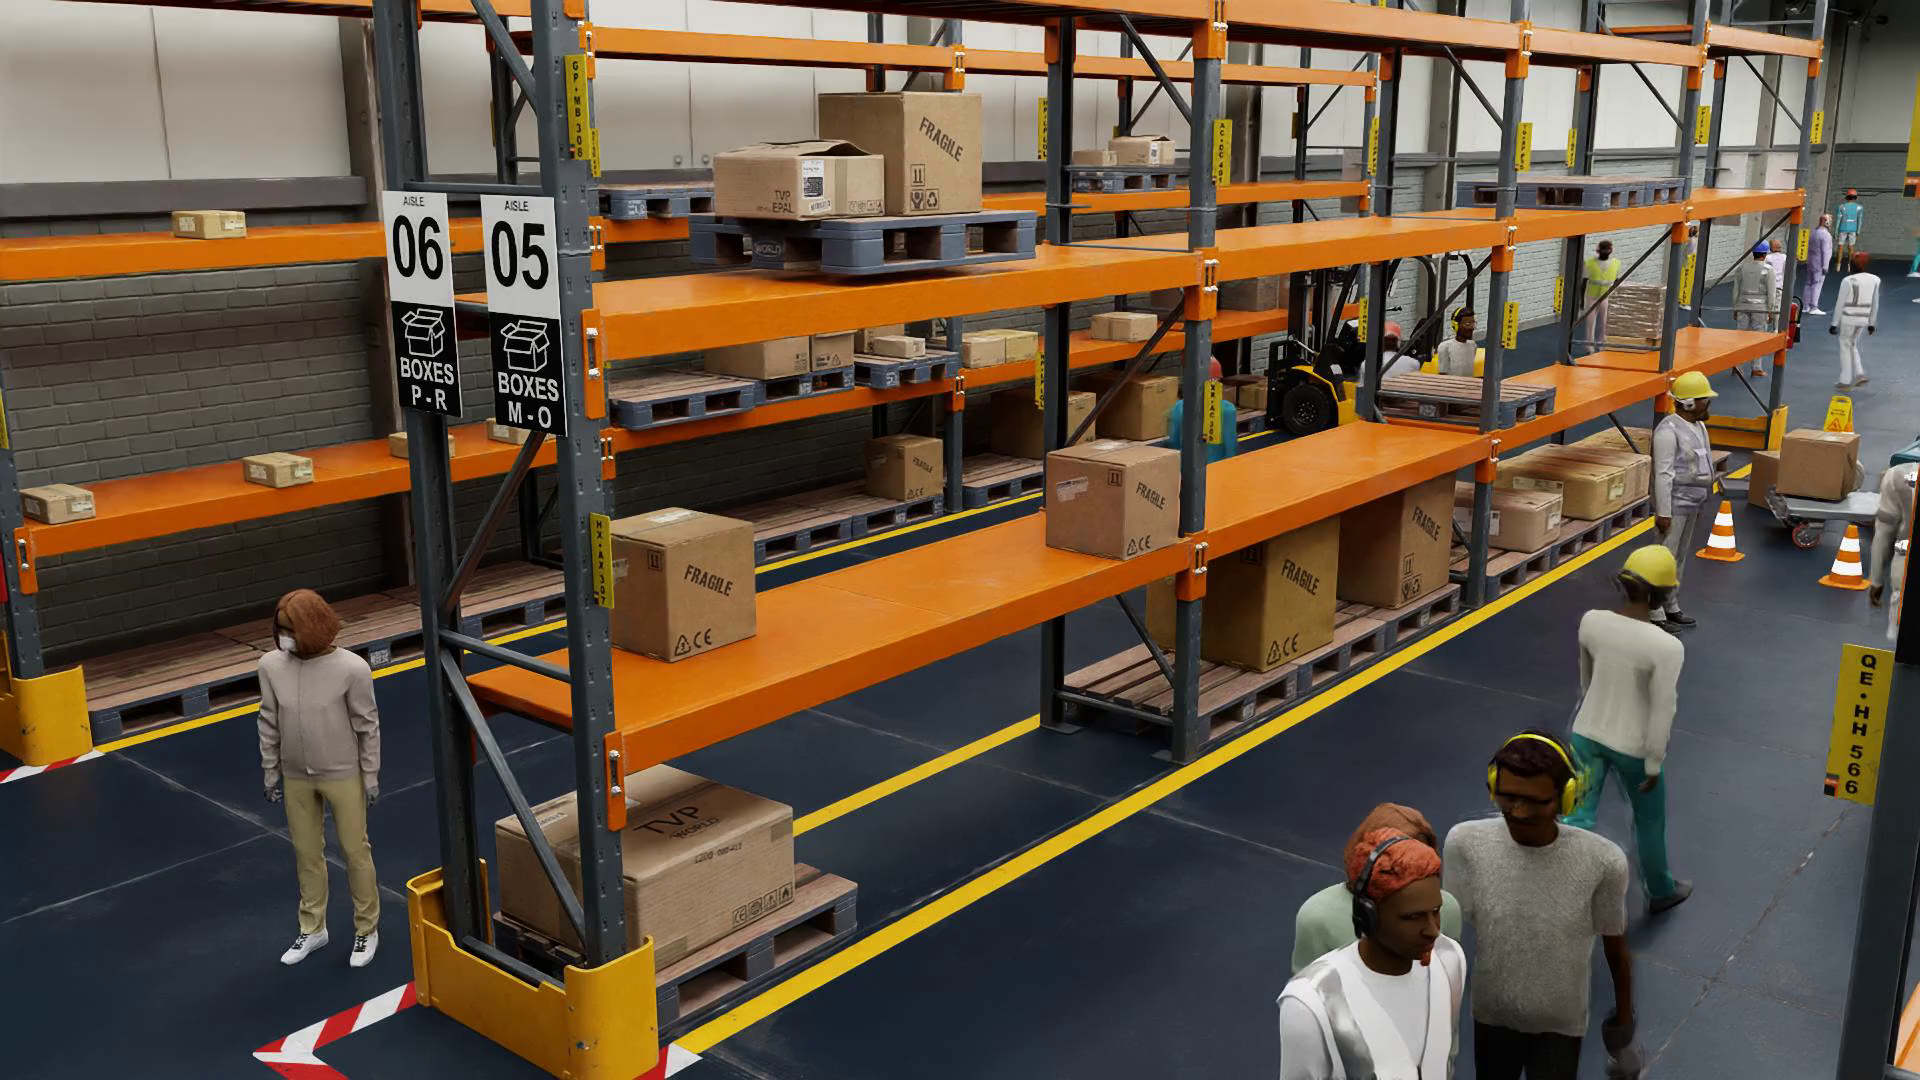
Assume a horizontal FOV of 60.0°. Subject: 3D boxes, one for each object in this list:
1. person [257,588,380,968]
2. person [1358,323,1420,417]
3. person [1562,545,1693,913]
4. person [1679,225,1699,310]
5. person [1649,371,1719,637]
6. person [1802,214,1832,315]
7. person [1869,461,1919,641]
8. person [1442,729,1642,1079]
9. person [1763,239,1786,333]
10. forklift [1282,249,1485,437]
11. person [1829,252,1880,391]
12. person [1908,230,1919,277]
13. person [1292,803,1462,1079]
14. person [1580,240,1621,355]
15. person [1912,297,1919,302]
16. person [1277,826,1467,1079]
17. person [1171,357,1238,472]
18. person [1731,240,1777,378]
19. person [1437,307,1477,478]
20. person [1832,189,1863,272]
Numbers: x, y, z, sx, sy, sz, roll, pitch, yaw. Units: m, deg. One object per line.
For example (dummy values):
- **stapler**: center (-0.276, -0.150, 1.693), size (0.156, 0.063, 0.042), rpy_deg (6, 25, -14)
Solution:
- **person**: center (-2.646, 0.988, 6.886), size (0.507, 1.632, 0.282), rpy_deg (2, 14, 6)
- **person**: center (4.016, -1.181, 15.589), size (0.572, 1.688, 0.933), rpy_deg (4, 14, 14)
- **person**: center (2.925, 0.857, 7.243), size (0.875, 1.724, 0.529), rpy_deg (-10, 17, -35)
- **person**: center (14.333, -5.346, 32.649), size (0.312, 1.638, 0.512), rpy_deg (4, 14, 17)
- **person**: center (4.993, -0.255, 11.533), size (0.404, 1.833, 0.600), rpy_deg (12, 19, 41)
- **person**: center (16.458, -5.272, 31.844), size (0.397, 1.899, 0.641), rpy_deg (0, 14, 0)
- **person**: center (5.391, 0.215, 9.209), size (0.635, 2.029, 0.525), rpy_deg (10, 17, 35)
- **person**: center (1.596, 1.415, 4.713), size (0.587, 1.838, 0.701), rpy_deg (7, 16, 28)
- **person**: center (13.940, -4.340, 28.573), size (0.515, 1.636, 0.314), rpy_deg (-3, 14, -11)
- **forklift**: center (4.886, -2.214, 18.767), size (2.313, 2.155, 1.214), rpy_deg (11, 18, 38)
- **person**: center (11.999, -2.935, 22.374), size (0.593, 1.862, 0.415), rpy_deg (-4, 14, -16)
- **person**: center (23.297, -7.228, 39.845), size (0.865, 1.863, 0.611), rpy_deg (6, 15, 24)
- **person**: center (1.184, 1.510, 4.794), size (0.505, 1.625, 0.327), rpy_deg (-2, 14, -8)
- **person**: center (9.817, -3.684, 25.514), size (0.588, 1.816, 0.708), rpy_deg (2, 14, 9)
- **person**: center (19.717, -5.692, 33.864), size (0.325, 1.740, 0.492), rpy_deg (0, 14, 1)
- **person**: center (0.974, 1.575, 3.981), size (0.574, 1.882, 0.358), rpy_deg (-10, 17, -34)
- **person**: center (1.913, -0.557, 12.947), size (0.589, 1.737, 0.375), rpy_deg (10, 17, 35)
- **person**: center (11.253, -3.273, 23.588), size (0.386, 1.948, 0.601), rpy_deg (-11, 18, -38)
- **person**: center (4.606, -1.225, 15.409), size (0.516, 1.873, 0.329), rpy_deg (-10, 17, -34)
- **person**: center (22.144, -7.725, 41.519), size (0.607, 2.044, 0.378), rpy_deg (3, 14, 11)
